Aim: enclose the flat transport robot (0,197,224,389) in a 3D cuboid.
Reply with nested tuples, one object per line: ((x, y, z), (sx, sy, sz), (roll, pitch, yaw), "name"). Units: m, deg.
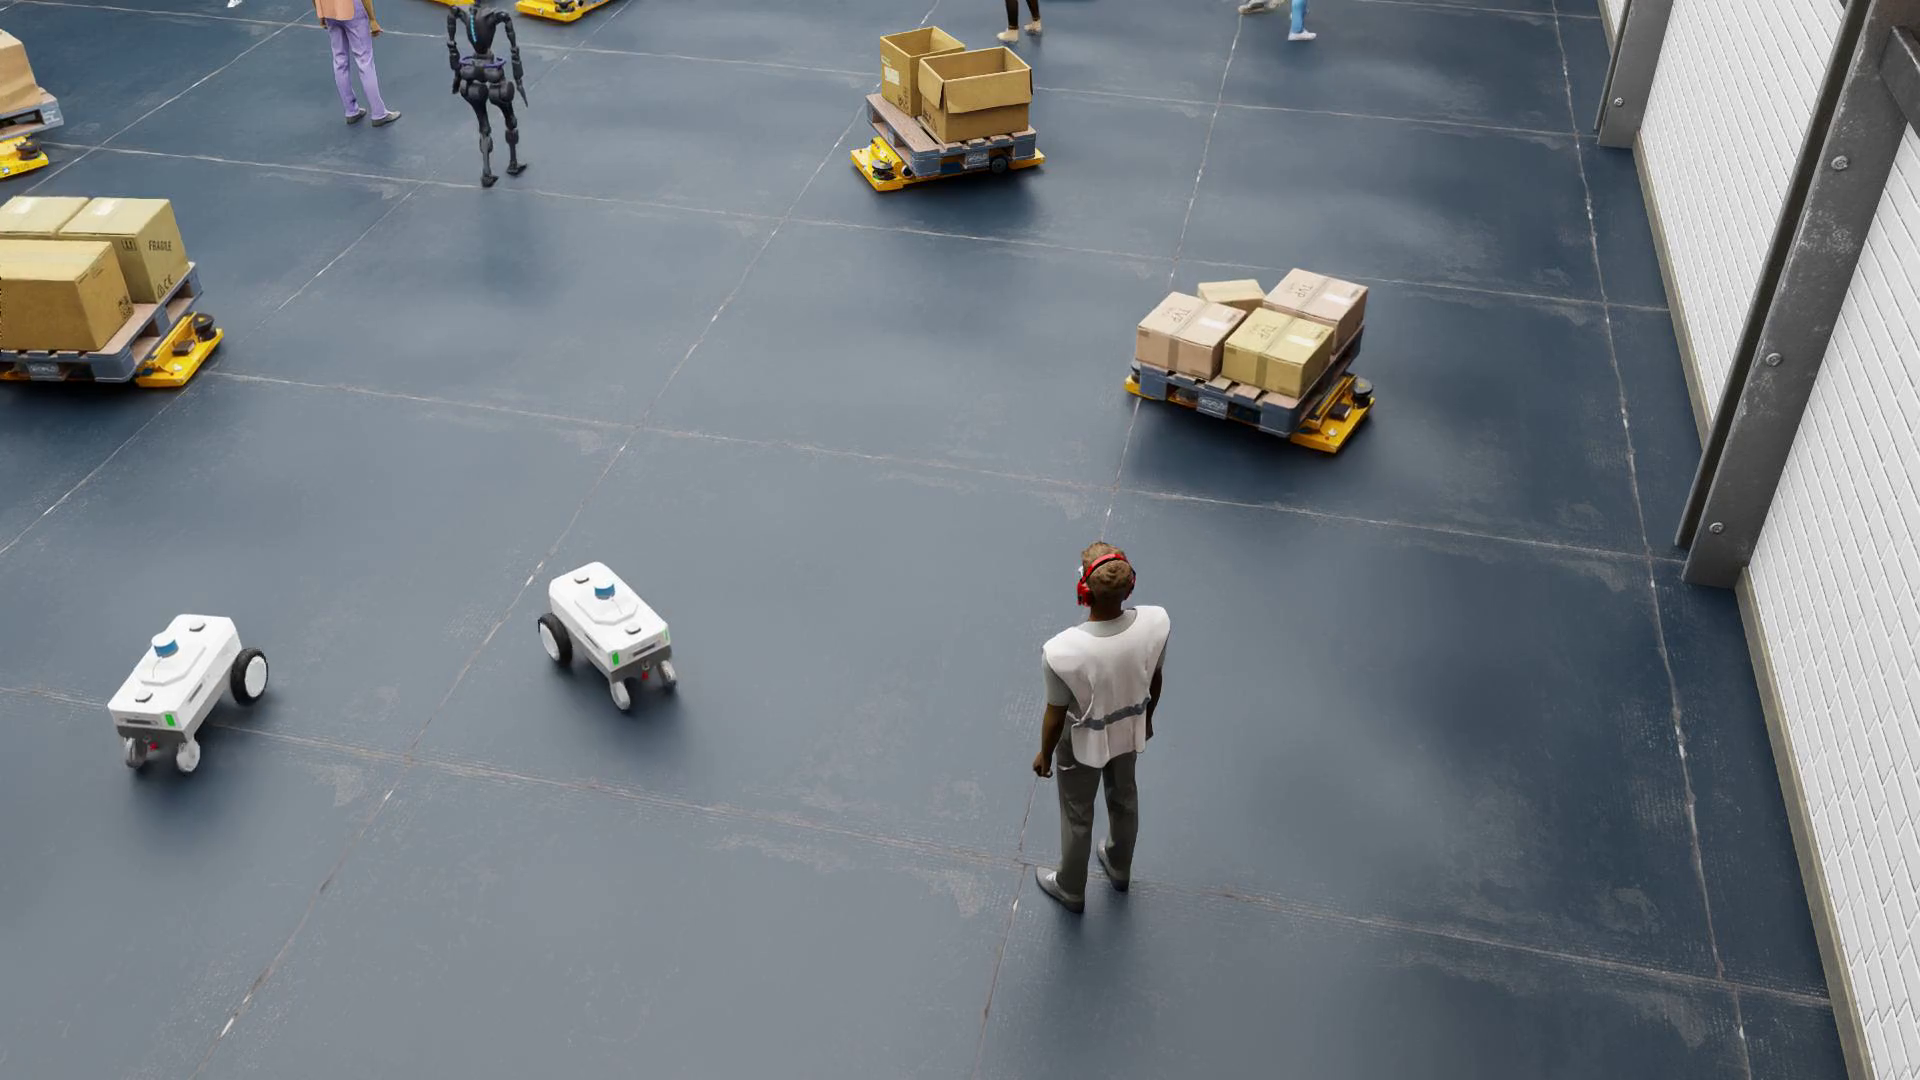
((-5.674, -1.257, 10.901), (1.431, 0.231, 0.659), (1, 37, 2), "flat transport robot")

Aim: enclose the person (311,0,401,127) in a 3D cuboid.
((-5.056, -4.305, 13.659), (0.564, 1.849, 0.389), (10, 38, 13), "person")

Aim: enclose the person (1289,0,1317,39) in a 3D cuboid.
((3.266, -5.588, 15.527), (0.628, 1.674, 0.608), (-25, 43, -29), "person")

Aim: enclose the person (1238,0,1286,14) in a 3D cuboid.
((2.941, -5.925, 15.813), (0.469, 1.864, 0.631), (-12, 38, -16), "person")

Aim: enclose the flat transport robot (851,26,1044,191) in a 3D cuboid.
((-0.099, -3.120, 13.393), (1.431, 0.231, 0.659), (-13, 39, -17), "flat transport robot")

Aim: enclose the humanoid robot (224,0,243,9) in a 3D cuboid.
((-7.162, -6.175, 16.279), (0.554, 1.790, 0.923), (12, 38, 15), "humanoid robot")

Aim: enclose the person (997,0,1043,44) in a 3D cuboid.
((0.547, -5.438, 15.317), (0.555, 1.677, 0.332), (-28, 45, -32), "person")

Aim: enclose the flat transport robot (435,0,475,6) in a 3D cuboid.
((-4.777, -5.758, 16.924), (0.659, 0.231, 1.431), (23, 43, 28), "flat transport robot")

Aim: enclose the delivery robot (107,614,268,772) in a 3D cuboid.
((-3.763, 0.695, 8.065), (0.499, 0.612, 0.796), (4, 37, 5), "delivery robot")

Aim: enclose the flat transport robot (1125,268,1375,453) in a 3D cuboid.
((1.828, -0.964, 10.509), (1.431, 0.231, 0.659), (20, 41, 25), "flat transport robot")

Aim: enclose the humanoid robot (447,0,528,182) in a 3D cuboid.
((-3.660, -3.564, 12.841), (0.611, 1.650, 0.483), (5, 37, 6), "humanoid robot")

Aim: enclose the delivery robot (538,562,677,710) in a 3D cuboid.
((-1.768, 0.433, 8.389), (0.499, 0.581, 0.768), (-26, 44, -30), "delivery robot")

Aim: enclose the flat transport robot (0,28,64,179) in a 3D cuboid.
((-8.062, -3.255, 13.574), (0.659, 0.231, 1.431), (-30, 46, -34), "flat transport robot")

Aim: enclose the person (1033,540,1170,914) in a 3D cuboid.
((0.571, 0.807, 6.821), (0.566, 1.845, 0.387), (-18, 40, -22), "person")

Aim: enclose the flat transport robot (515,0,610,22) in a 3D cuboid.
((-3.714, -5.520, 16.606), (0.659, 0.231, 1.431), (19, 41, 23), "flat transport robot")
